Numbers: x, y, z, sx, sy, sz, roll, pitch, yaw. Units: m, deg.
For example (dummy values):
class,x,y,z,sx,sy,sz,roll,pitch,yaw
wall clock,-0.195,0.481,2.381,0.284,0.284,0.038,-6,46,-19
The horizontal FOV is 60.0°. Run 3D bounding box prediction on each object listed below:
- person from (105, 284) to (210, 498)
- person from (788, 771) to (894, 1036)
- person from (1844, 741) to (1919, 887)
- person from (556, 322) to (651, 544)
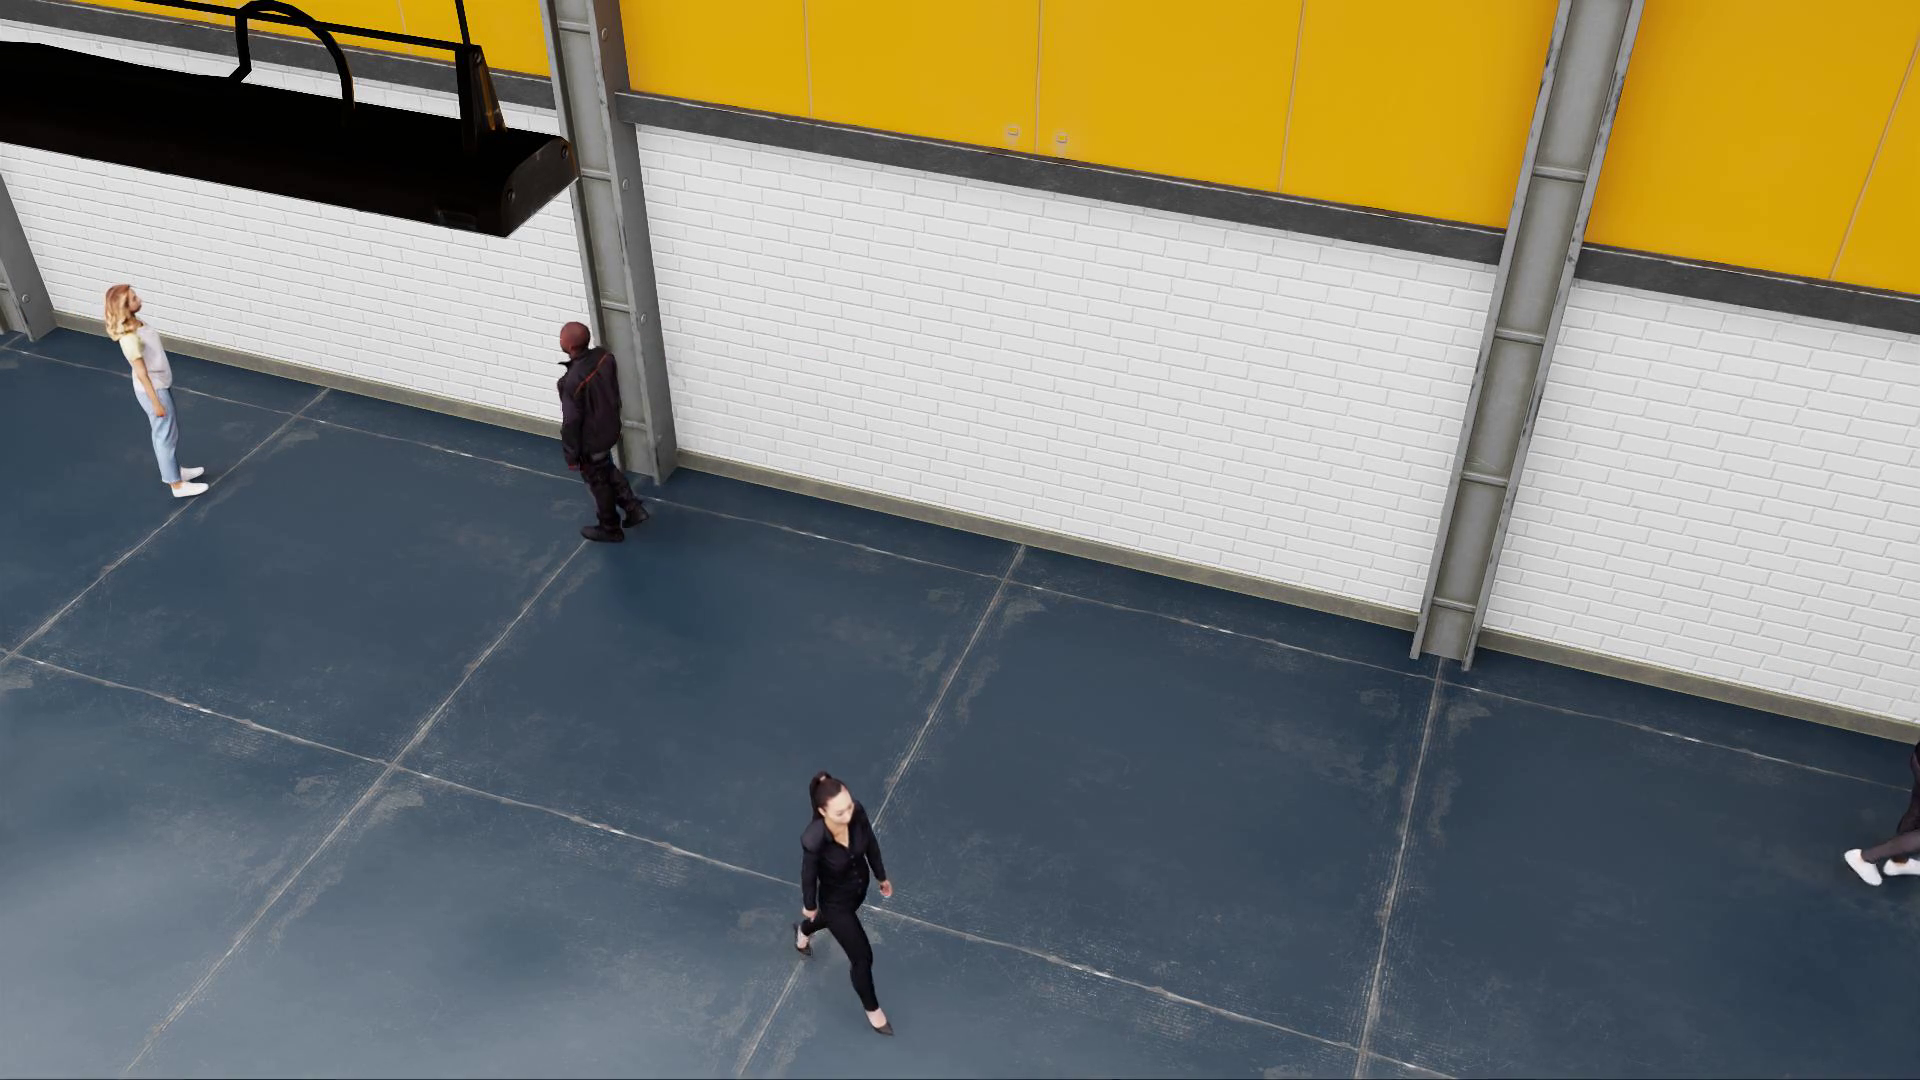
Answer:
class,x,y,z,sx,sy,sz,roll,pitch,yaw
person,-5.852,-1.085,12.048,0.762,1.723,0.693,-18,42,-21
person,-0.649,1.781,8.499,1.137,1.673,0.805,26,45,29
person,5.288,1.292,9.108,0.842,1.678,0.728,5,39,7
person,-2.443,-0.713,11.507,0.740,1.817,0.709,15,41,18
